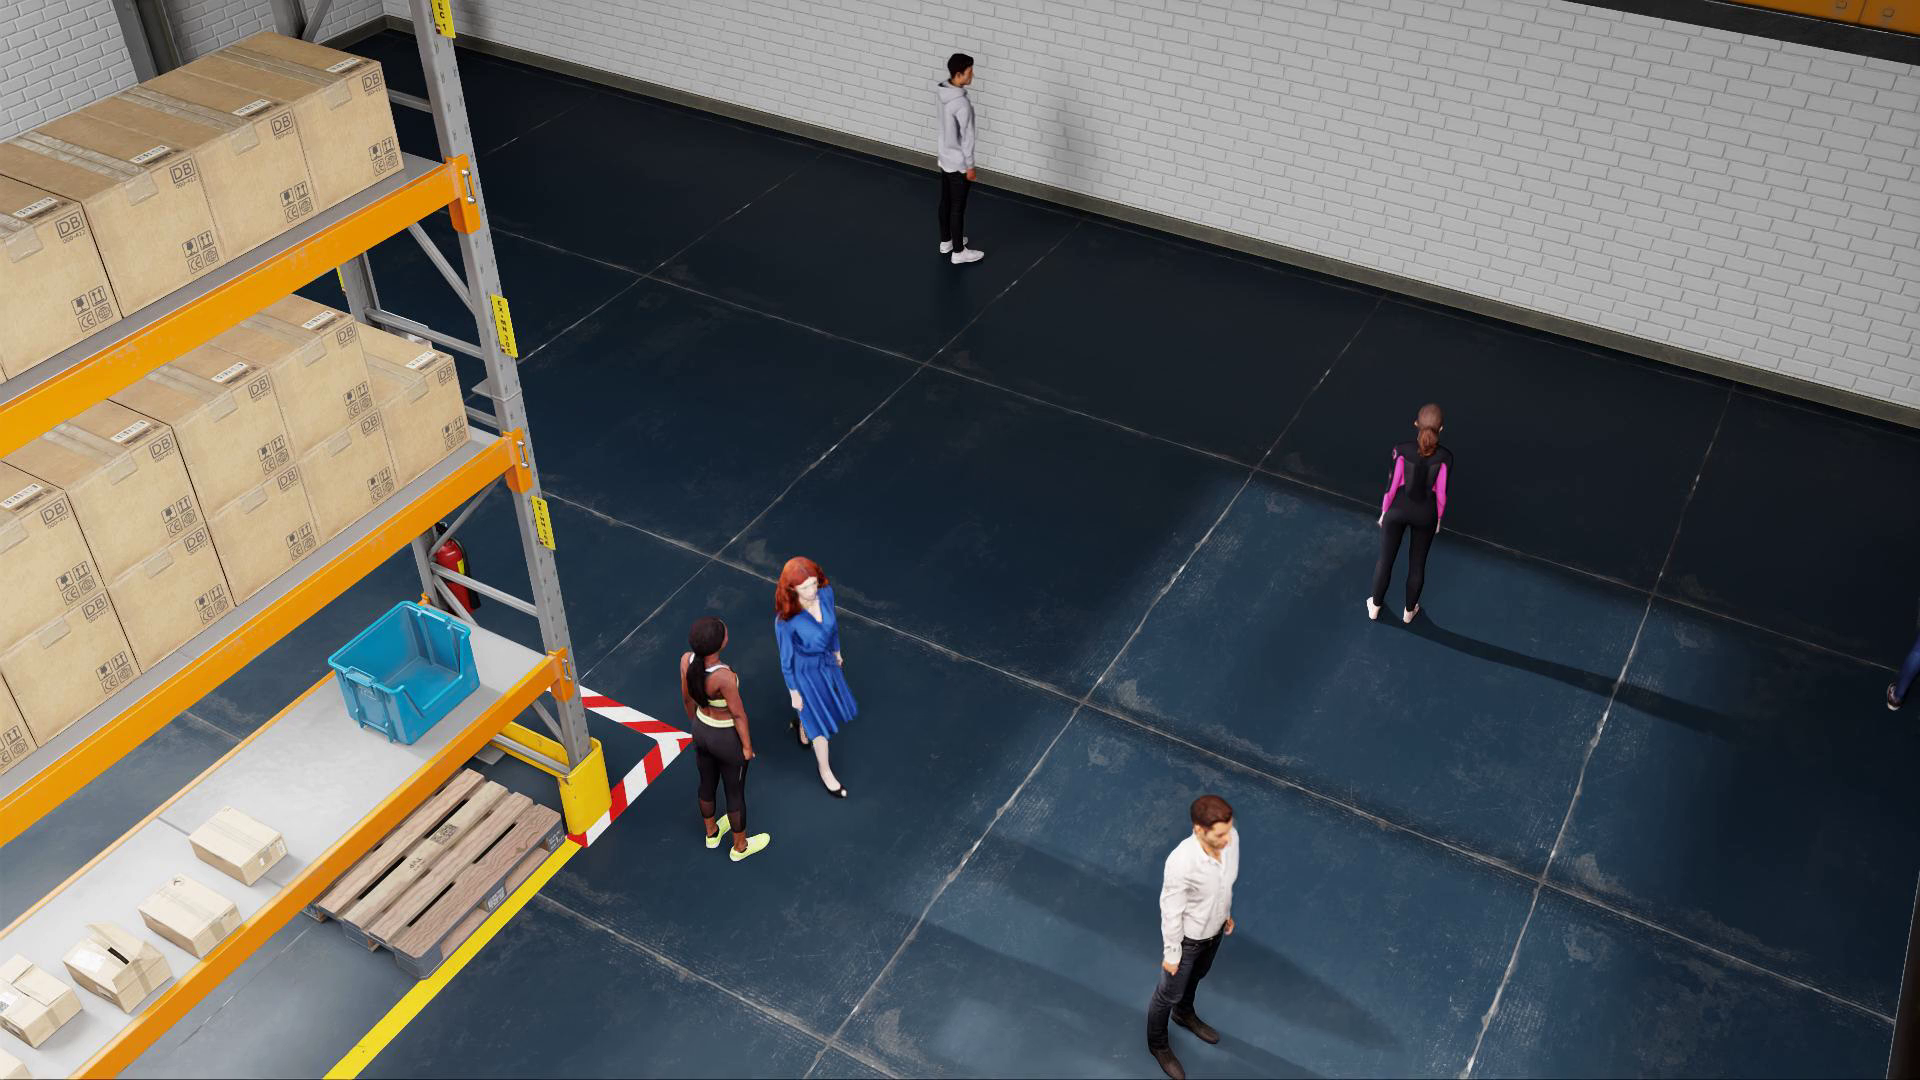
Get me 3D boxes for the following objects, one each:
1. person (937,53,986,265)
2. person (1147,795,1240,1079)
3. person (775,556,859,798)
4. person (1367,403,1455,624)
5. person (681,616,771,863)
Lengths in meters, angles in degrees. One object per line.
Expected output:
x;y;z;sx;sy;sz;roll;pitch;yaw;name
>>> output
-0.048;-3.444;14.998;0.787;1.927;0.770;-17;42;-20;person
1.161;1.942;8.301;0.763;1.869;0.562;31;48;33;person
-0.916;0.782;9.801;0.771;1.809;0.769;23;44;26;person
2.993;-0.174;11.042;0.622;1.754;0.655;9;39;11;person
-1.372;1.126;9.414;0.574;1.754;0.513;23;44;26;person
